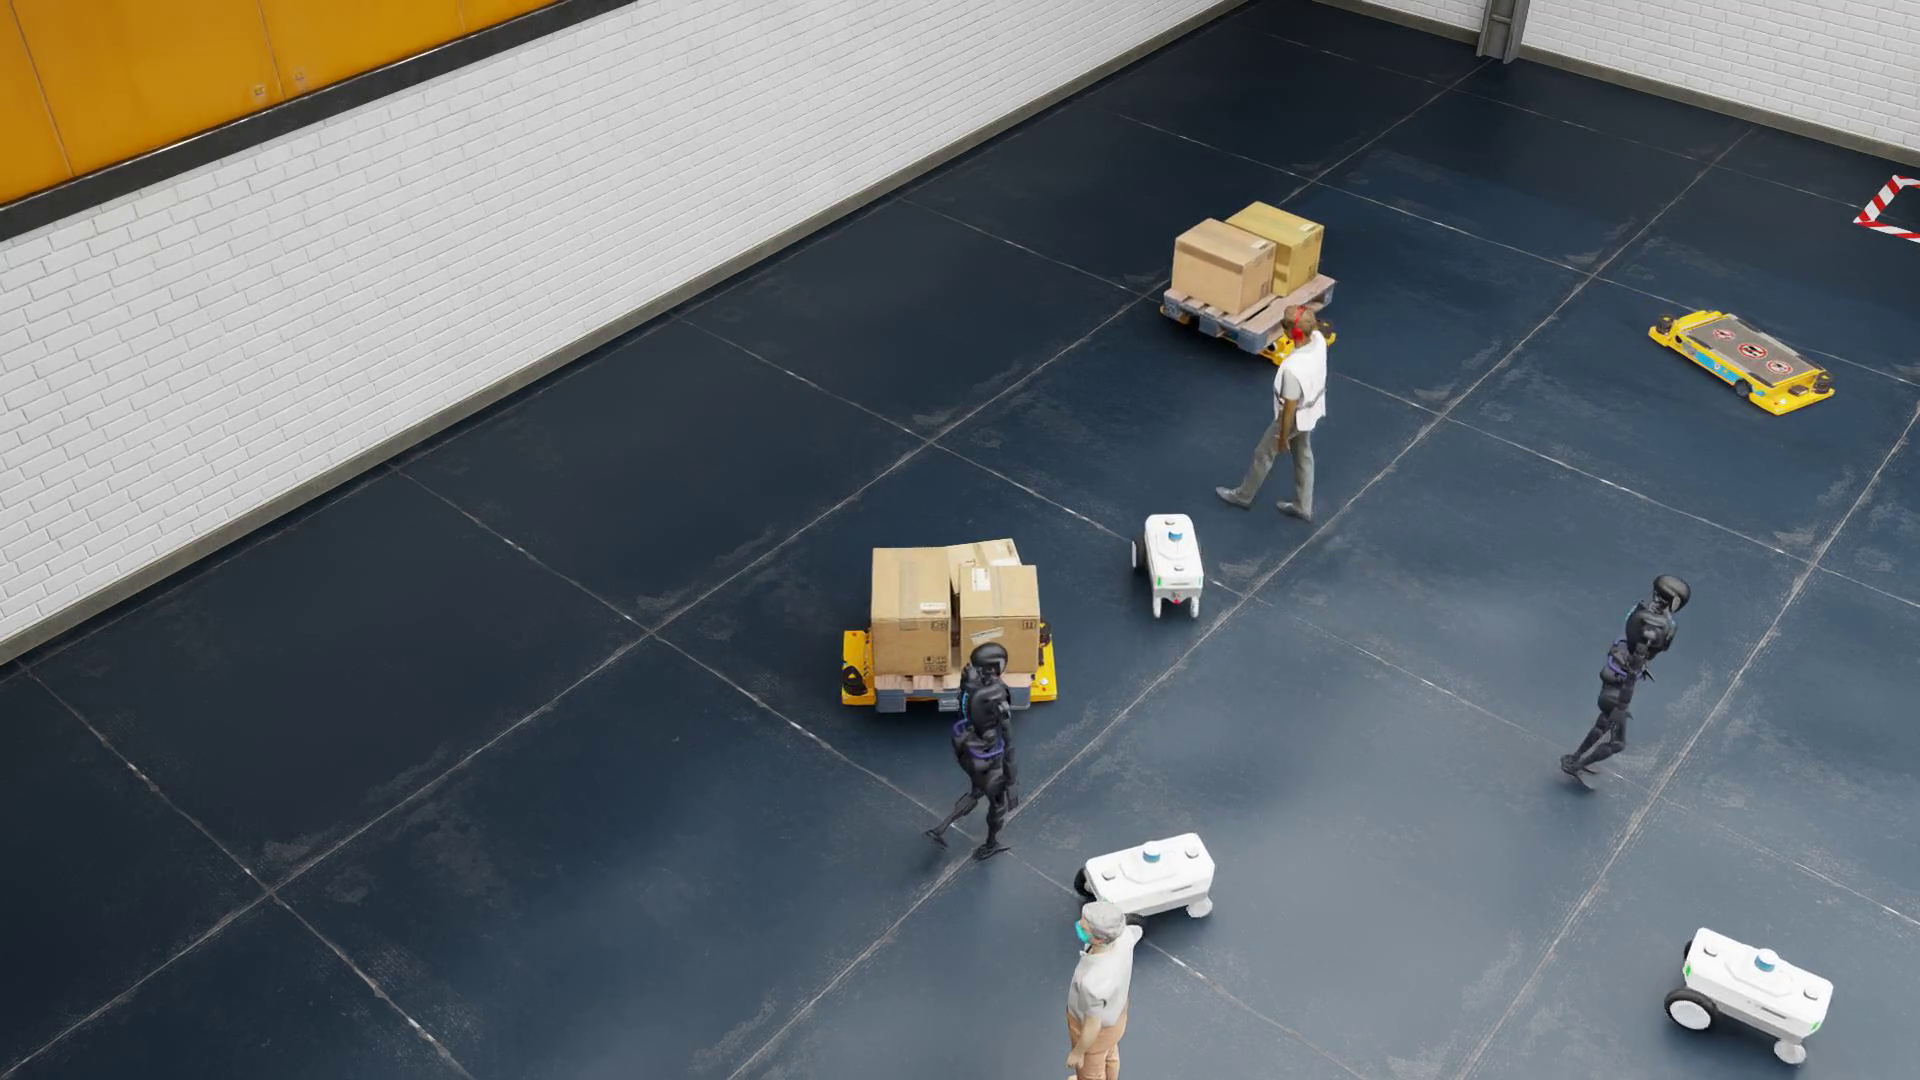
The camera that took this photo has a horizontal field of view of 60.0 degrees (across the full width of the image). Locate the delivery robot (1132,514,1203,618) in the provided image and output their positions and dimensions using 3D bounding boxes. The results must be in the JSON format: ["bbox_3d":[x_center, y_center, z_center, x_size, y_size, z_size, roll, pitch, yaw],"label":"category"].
[{"bbox_3d":[1.515,0.141,11.899,0.499,0.614,0.791,-1,39,-1],"label":"delivery robot"}]

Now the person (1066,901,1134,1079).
[{"bbox_3d":[0.660,2.354,8.183,0.315,1.749,0.487,15,41,18],"label":"person"}]

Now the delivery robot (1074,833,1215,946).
[{"bbox_3d":[1.069,1.988,9.606,0.815,0.614,0.499,-12,40,-14],"label":"delivery robot"}]

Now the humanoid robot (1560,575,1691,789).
[{"bbox_3d":[4.045,0.842,10.130,0.391,1.639,0.591,19,43,22],"label":"humanoid robot"}]

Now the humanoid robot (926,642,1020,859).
[{"bbox_3d":[0.087,1.263,9.598,0.493,1.638,0.608,-20,43,-23],"label":"humanoid robot"}]

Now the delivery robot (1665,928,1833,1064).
[{"bbox_3d":[4.268,2.439,9.046,0.791,0.614,0.499,22,44,25],"label":"delivery robot"}]

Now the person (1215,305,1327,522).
[{"bbox_3d":[2.343,-0.951,12.233,0.790,1.813,0.594,23,44,26],"label":"person"}]

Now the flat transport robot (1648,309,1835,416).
[{"bbox_3d":[6.678,-1.563,14.227,0.659,0.231,1.431,-18,42,-21],"label":"flat transport robot"}]

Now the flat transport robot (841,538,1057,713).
[{"bbox_3d":[-0.078,0.818,11.271,1.431,0.231,0.659,-1,39,-1],"label":"flat transport robot"}]

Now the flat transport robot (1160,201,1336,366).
[{"bbox_3d":[2.538,-1.952,14.709,1.431,0.231,0.659,30,47,31],"label":"flat transport robot"}]
